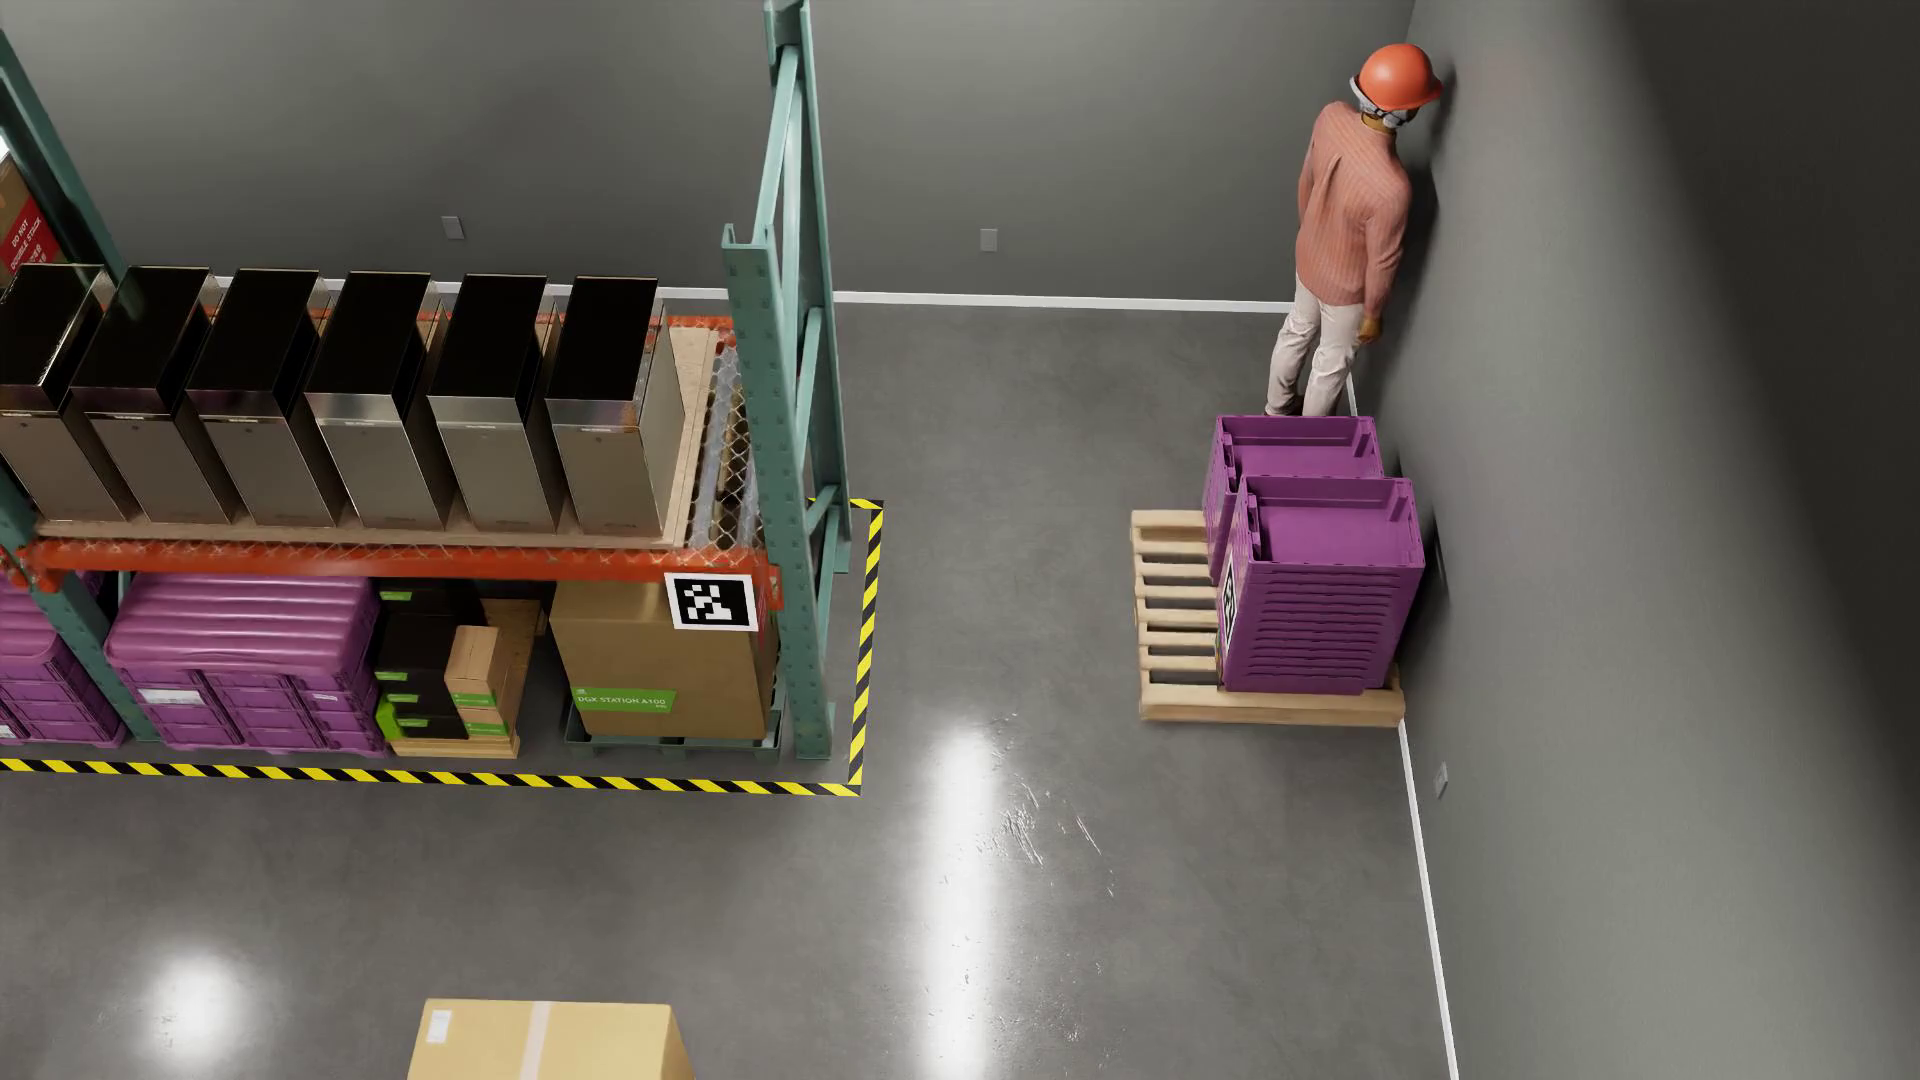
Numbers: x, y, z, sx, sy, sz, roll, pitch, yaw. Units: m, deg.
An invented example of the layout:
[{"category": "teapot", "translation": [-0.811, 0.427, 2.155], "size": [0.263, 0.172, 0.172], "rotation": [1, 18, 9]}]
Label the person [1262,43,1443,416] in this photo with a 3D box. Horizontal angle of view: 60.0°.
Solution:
[{"category": "person", "translation": [1.507, -1.070, 6.499], "size": [0.391, 1.995, 0.613], "rotation": [-16, 54, -12]}]
